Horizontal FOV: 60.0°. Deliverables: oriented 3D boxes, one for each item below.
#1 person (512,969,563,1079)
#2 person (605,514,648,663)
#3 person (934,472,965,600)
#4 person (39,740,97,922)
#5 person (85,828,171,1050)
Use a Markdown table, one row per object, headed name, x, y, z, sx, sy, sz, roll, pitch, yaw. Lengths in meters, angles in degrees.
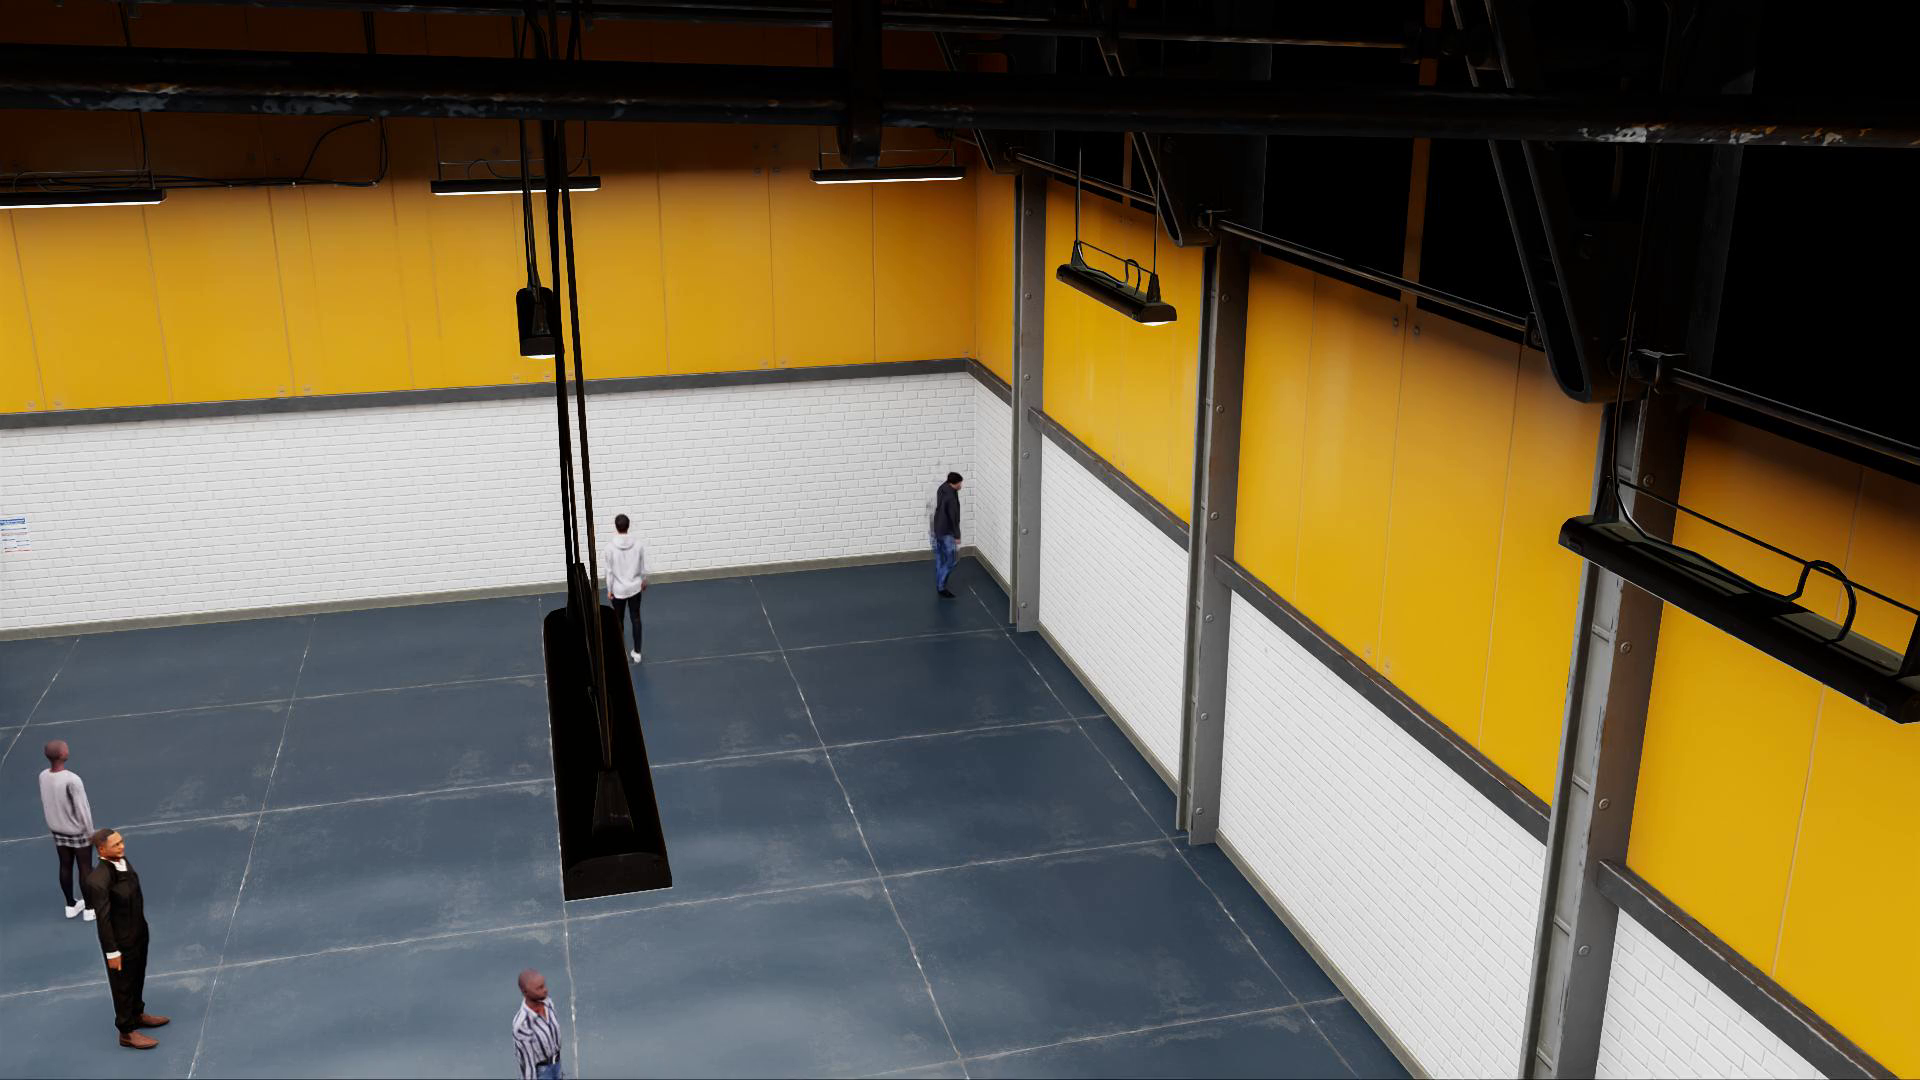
| name | x | y | z | sx | sy | sz | roll | pitch | yaw |
| --- | --- | --- | --- | --- | --- | --- | --- | --- | --- |
| person | -2.980 | 3.825 | 11.794 | 0.770 | 1.794 | 0.626 | 3 | 19 | 8 |
| person | -4.199 | 0.633 | 21.109 | 0.822 | 1.898 | 1.103 | -9 | 21 | -24 |
| person | -0.234 | -0.125 | 23.435 | 0.937 | 1.850 | 0.599 | -14 | 23 | -35 |
| person | -8.191 | 2.660 | 15.286 | 0.692 | 1.772 | 0.703 | 5 | 19 | 16 |
| person | -6.791 | 3.195 | 13.492 | 0.810 | 1.904 | 0.597 | -2 | 19 | -5 |
